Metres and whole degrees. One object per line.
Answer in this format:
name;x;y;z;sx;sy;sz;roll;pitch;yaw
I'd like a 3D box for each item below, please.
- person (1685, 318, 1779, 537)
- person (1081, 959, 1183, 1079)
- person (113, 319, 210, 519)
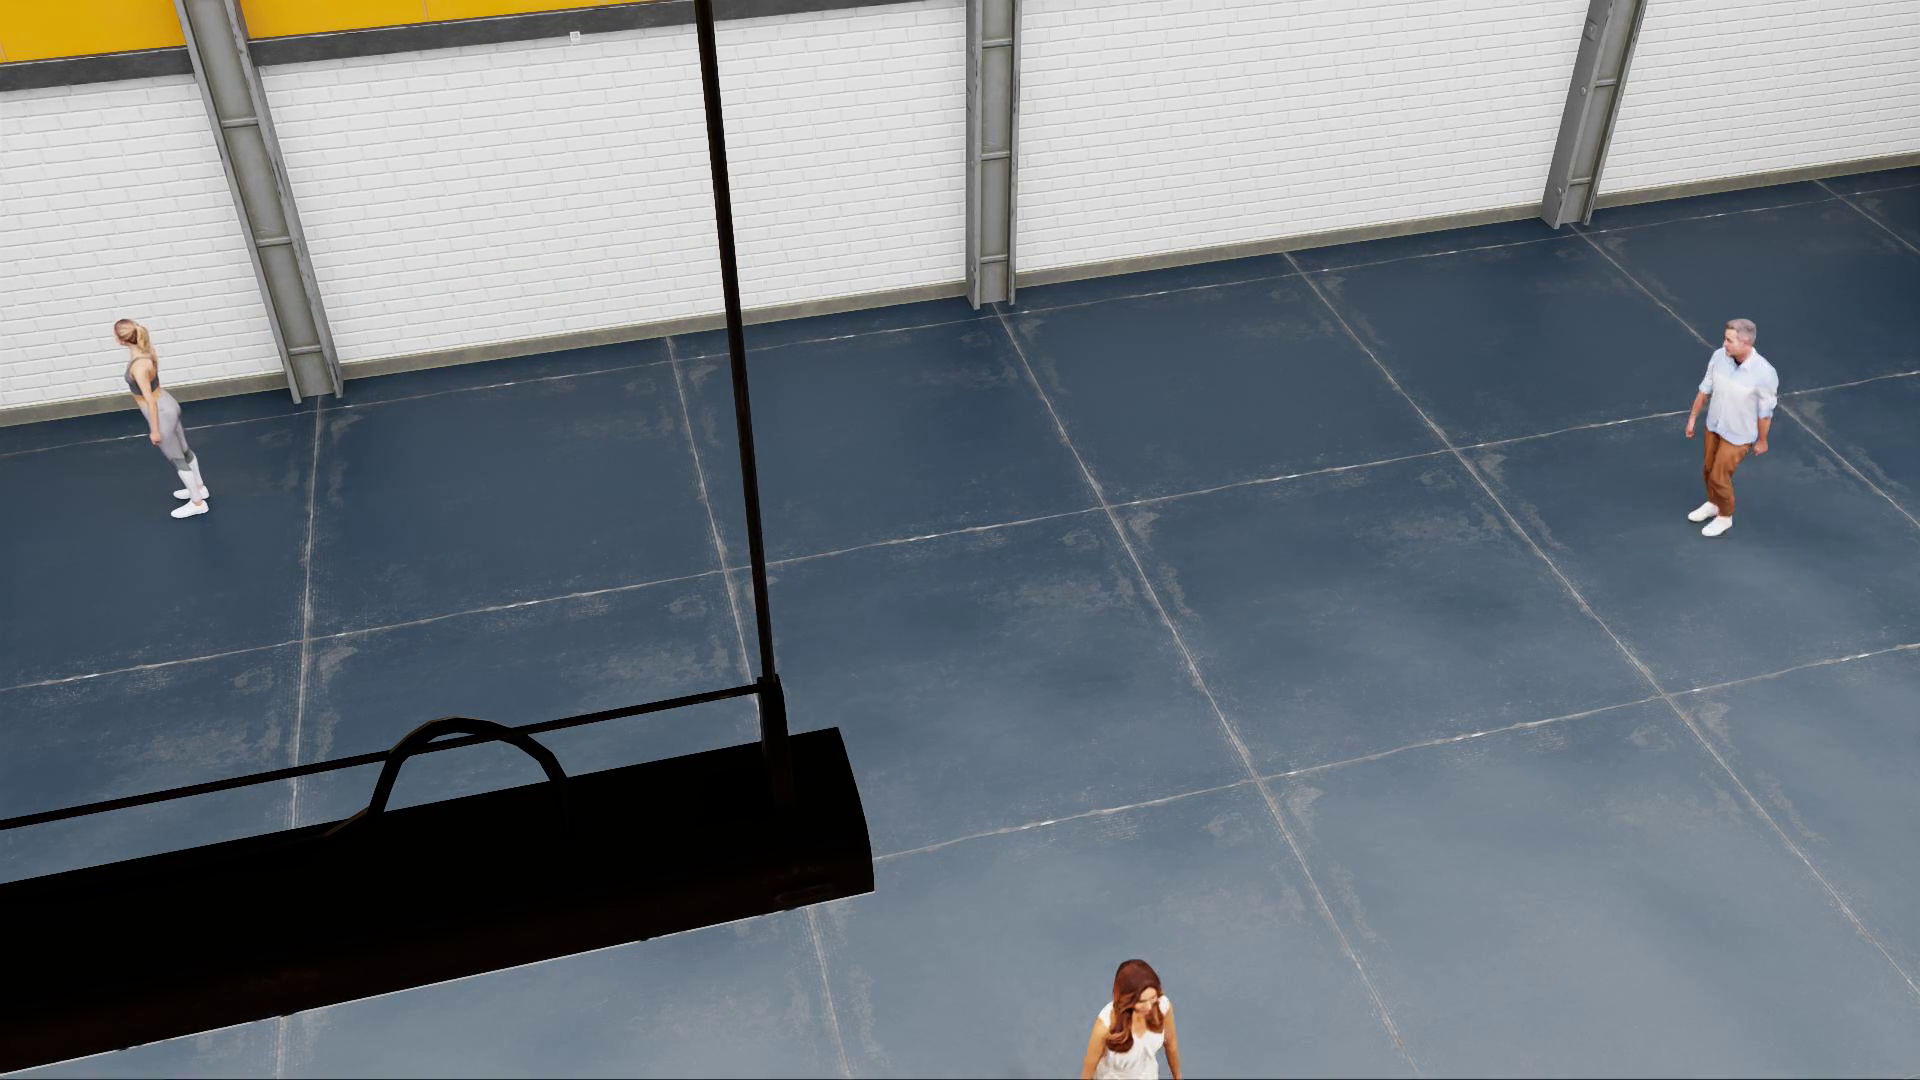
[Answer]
person;5.757;-0.836;12.305;0.759;1.786;0.768;-26;45;-29
person;0.745;2.558;8.076;0.960;1.760;0.832;-19;42;-22
person;-5.985;-0.934;12.491;0.518;1.706;0.566;-7;39;-9
